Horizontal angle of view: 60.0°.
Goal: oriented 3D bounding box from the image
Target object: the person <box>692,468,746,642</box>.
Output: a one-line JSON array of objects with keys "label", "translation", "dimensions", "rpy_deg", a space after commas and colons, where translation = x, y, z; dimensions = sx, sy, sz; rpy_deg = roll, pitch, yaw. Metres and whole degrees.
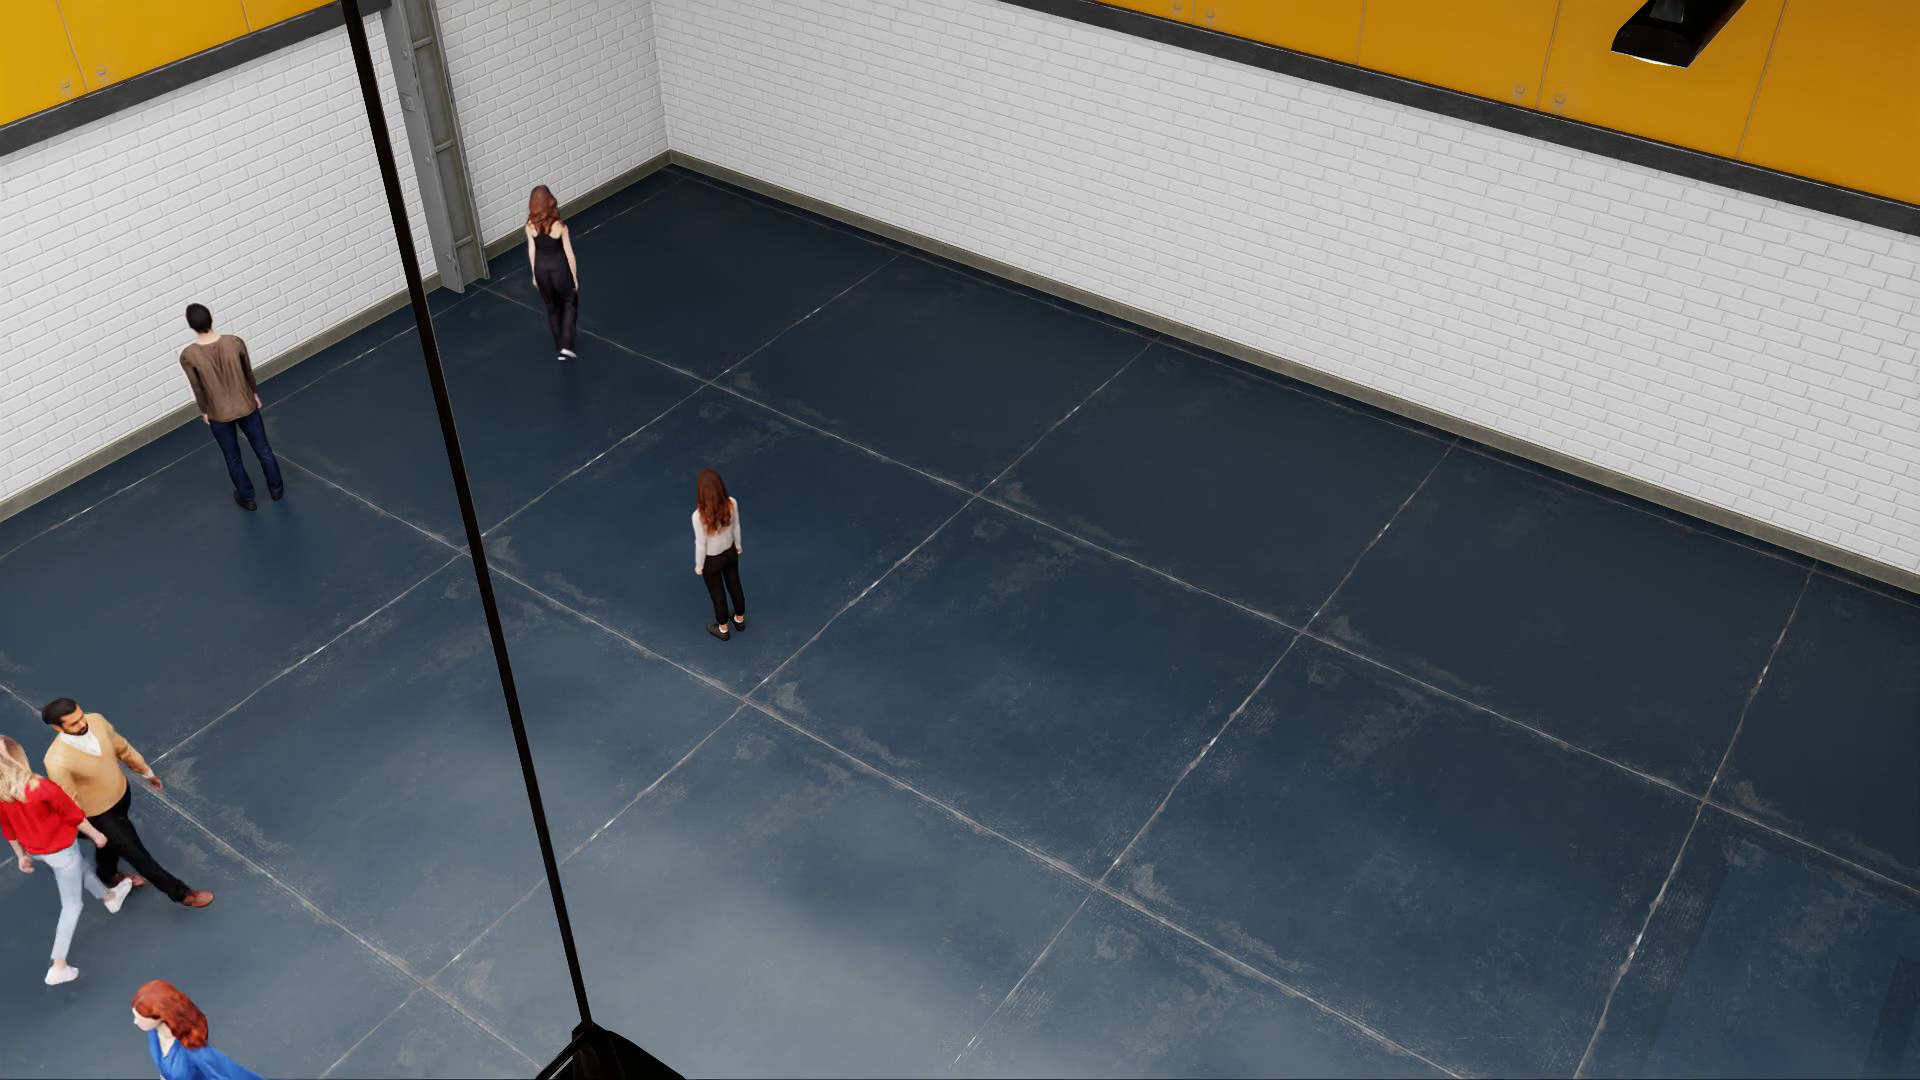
[{"label": "person", "translation": [-1.764, 0.107, 12.186], "dimensions": [0.490, 1.484, 0.652], "rpy_deg": [-29, 47, -31]}]

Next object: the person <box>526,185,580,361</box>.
[{"label": "person", "translation": [-3.697, -2.351, 15.065], "dimensions": [0.806, 1.733, 0.881], "rpy_deg": [-2, 39, -2]}]

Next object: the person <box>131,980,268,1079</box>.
[{"label": "person", "translation": [-3.770, 2.808, 8.579], "dimensions": [0.739, 1.765, 1.187], "rpy_deg": [30, 47, 32]}]

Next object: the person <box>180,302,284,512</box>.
[{"label": "person", "translation": [-5.849, -1.072, 13.339], "dimensions": [0.626, 1.889, 0.779], "rpy_deg": [-25, 45, -28]}]

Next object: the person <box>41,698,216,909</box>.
[{"label": "person", "translation": [-5.279, 1.596, 10.141], "dimensions": [1.063, 1.711, 1.172], "rpy_deg": [5, 39, 6]}]

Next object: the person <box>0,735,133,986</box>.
[{"label": "person", "translation": [-5.373, 1.886, 9.808], "dimensions": [0.960, 1.673, 1.225], "rpy_deg": [6, 39, 7]}]
